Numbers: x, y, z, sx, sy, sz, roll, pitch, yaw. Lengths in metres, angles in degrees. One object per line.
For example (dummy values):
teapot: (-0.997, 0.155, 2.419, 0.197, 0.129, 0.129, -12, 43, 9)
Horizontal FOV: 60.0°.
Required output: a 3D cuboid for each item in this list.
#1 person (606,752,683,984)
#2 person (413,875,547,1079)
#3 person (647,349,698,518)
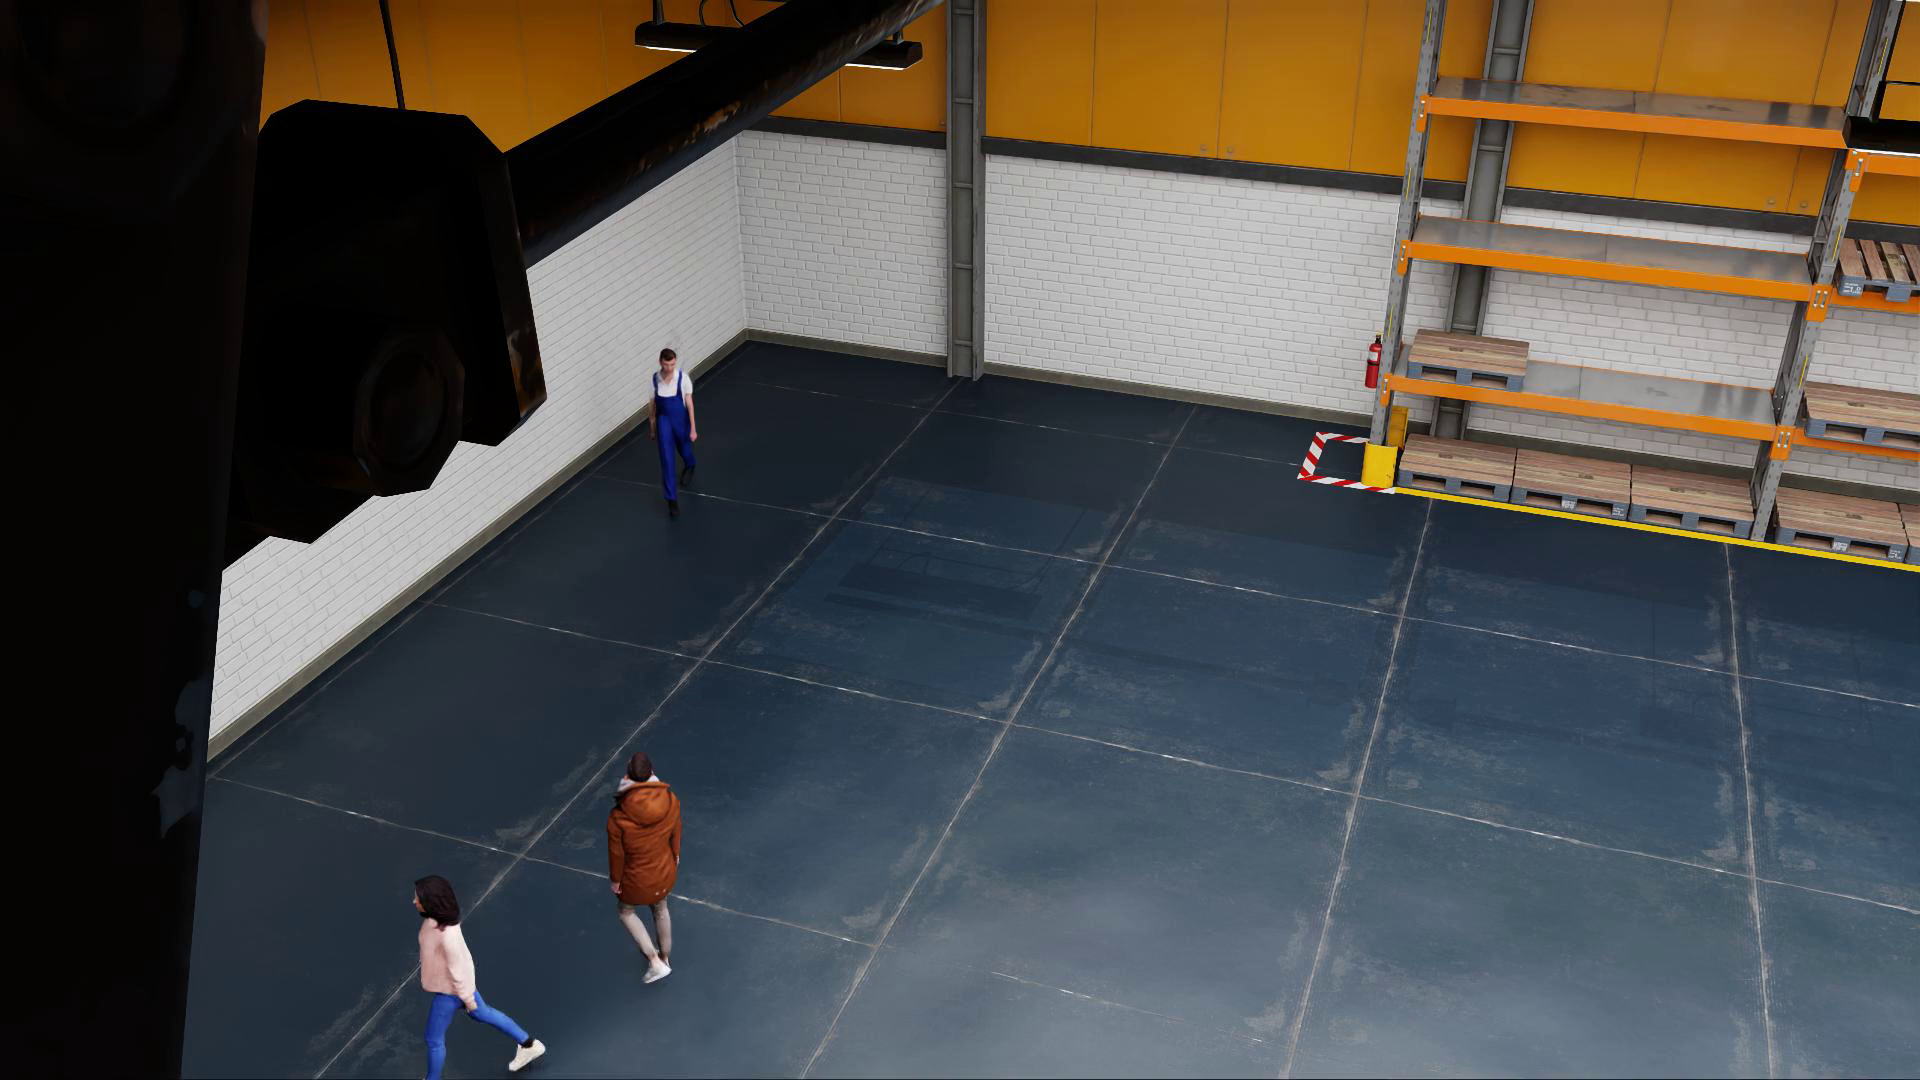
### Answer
person: (-2.092, 2.294, 11.321, 0.894, 1.822, 0.946, -22, 35, -34)
person: (-3.097, 2.792, 10.504, 1.240, 1.729, 1.115, -10, 30, -18)
person: (-3.062, -1.259, 17.855, 1.338, 1.802, 1.133, -1, 29, -2)
